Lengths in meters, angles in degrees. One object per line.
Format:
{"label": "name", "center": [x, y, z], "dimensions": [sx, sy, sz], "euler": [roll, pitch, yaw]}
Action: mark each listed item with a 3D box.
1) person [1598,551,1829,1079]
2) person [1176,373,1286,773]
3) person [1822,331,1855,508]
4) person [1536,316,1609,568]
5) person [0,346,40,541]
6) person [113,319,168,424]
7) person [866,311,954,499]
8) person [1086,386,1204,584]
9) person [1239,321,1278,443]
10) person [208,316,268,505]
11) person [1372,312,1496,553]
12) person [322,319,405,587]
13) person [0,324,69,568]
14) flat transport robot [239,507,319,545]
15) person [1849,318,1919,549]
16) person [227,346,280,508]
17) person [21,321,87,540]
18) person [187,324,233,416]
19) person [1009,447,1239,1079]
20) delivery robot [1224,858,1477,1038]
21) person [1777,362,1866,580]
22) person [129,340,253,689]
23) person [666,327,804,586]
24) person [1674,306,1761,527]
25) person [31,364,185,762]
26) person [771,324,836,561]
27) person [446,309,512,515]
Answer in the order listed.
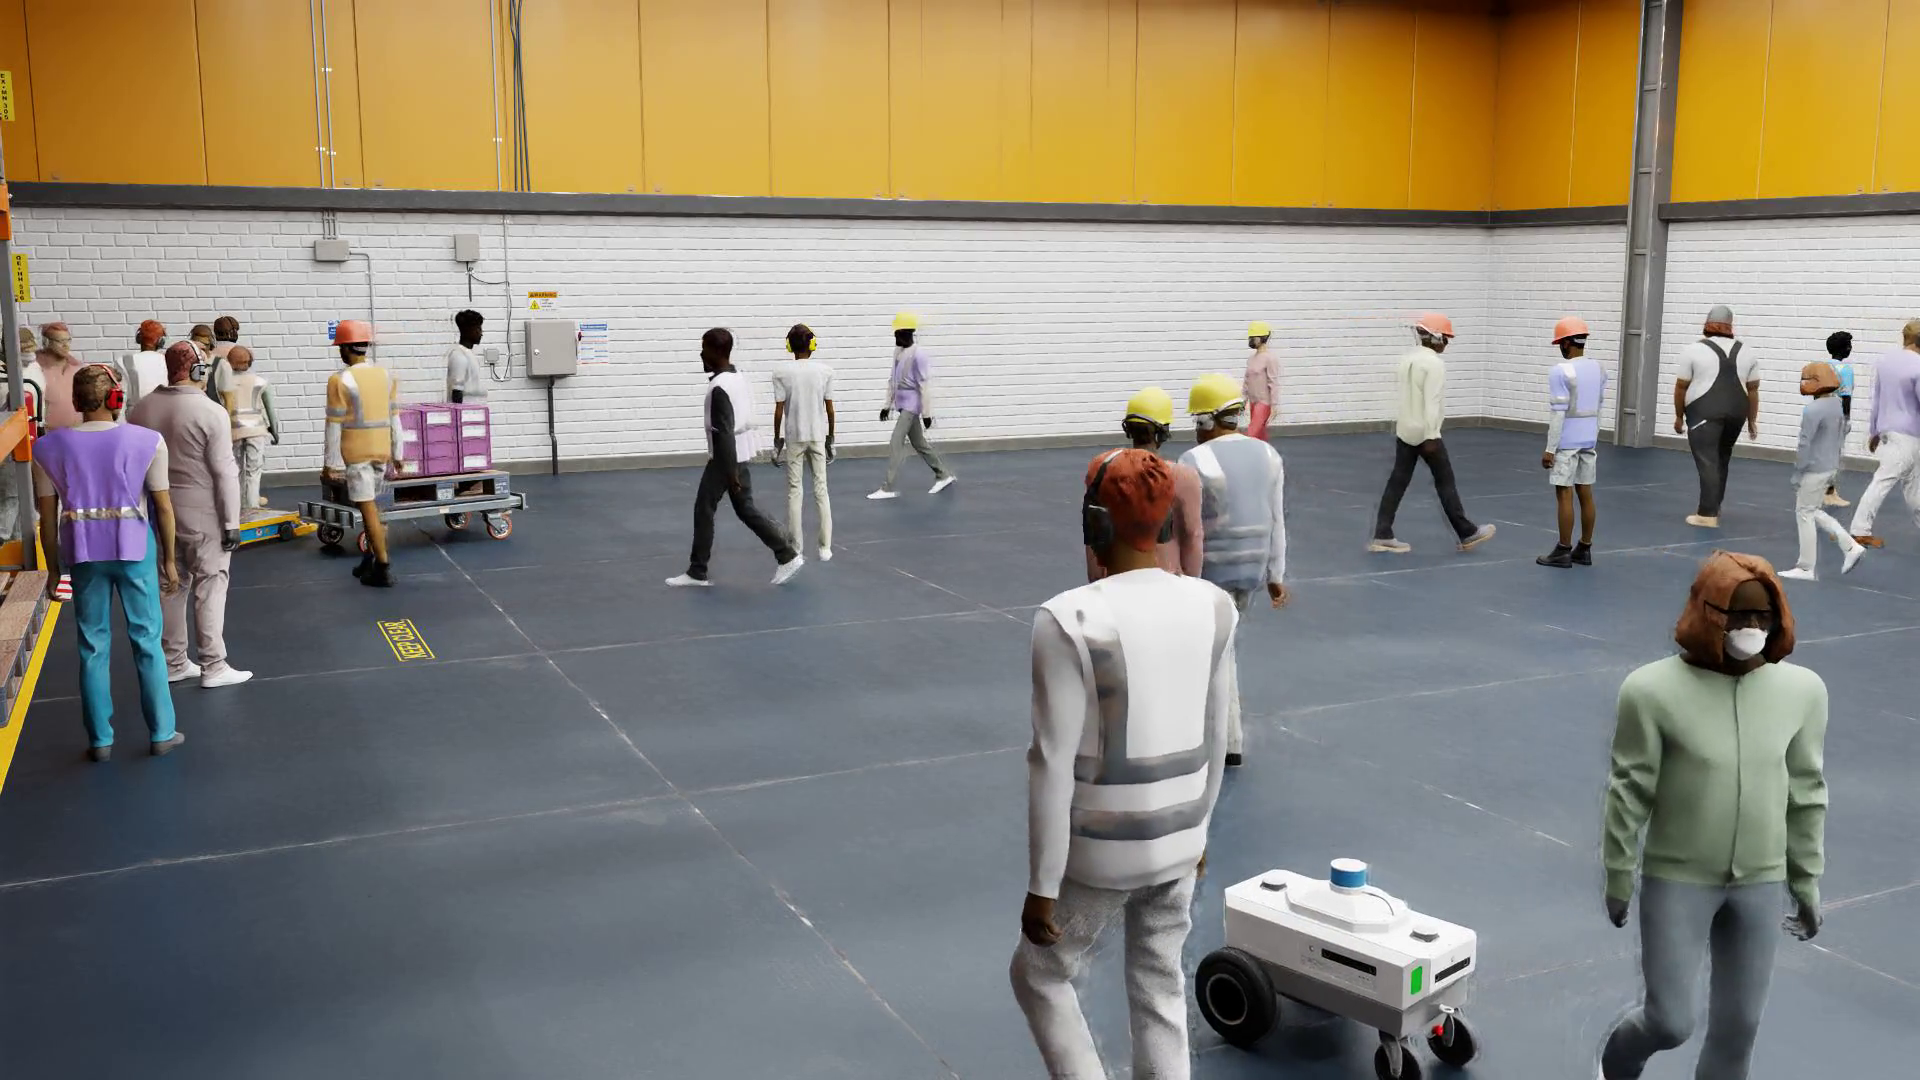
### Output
{"label": "person", "center": [1.804, 0.818, 4.014], "dimensions": [0.504, 1.623, 0.410], "euler": [-1, 9, -3]}
{"label": "person", "center": [1.141, 0.141, 7.627], "dimensions": [0.615, 1.804, 0.618], "euler": [-6, 11, -33]}
{"label": "person", "center": [8.431, -1.168, 16.089], "dimensions": [0.322, 1.697, 0.535], "euler": [-1, 9, -4]}
{"label": "person", "center": [4.679, -0.747, 12.770], "dimensions": [0.543, 1.927, 0.383], "euler": [-5, 10, -28]}
{"label": "person", "center": [-7.563, -0.765, 13.375], "dimensions": [0.573, 1.794, 0.616], "euler": [1, 9, 7]}
{"label": "person", "center": [-6.887, -0.934, 14.135], "dimensions": [0.635, 1.865, 0.423], "euler": [-7, 12, -39]}
{"label": "person", "center": [-0.471, -1.363, 16.770], "dimensions": [0.988, 1.890, 0.583], "euler": [-4, 10, -21]}
{"label": "person", "center": [0.813, 0.210, 7.327], "dimensions": [0.526, 1.769, 0.328], "euler": [4, 10, 22]}
{"label": "person", "center": [3.072, -1.410, 17.437], "dimensions": [0.599, 1.745, 0.543], "euler": [-3, 10, -17]}
{"label": "person", "center": [-7.021, -1.231, 16.043], "dimensions": [0.628, 1.843, 0.429], "euler": [2, 9, 9]}
{"label": "person", "center": [3.810, -0.855, 13.409], "dimensions": [1.045, 1.930, 0.627], "euler": [-2, 9, -12]}
{"label": "person", "center": [-4.360, -0.621, 11.992], "dimensions": [0.712, 1.913, 0.557], "euler": [5, 11, 30]}
{"label": "person", "center": [-6.973, -0.675, 12.489], "dimensions": [0.848, 1.876, 0.696], "euler": [1, 9, 4]}
{"label": "flat transport robot", "center": [-6.059, -0.081, 13.761], "dimensions": [0.652, 0.197, 1.431], "euler": [3, 10, 19]}
{"label": "person", "center": [7.774, -0.853, 13.546], "dimensions": [1.024, 1.880, 0.657], "euler": [0, 9, 1]}
{"label": "person", "center": [-6.383, -0.932, 14.898], "dimensions": [0.535, 1.597, 0.879], "euler": [-2, 9, -13]}
{"label": "person", "center": [-7.464, -0.853, 13.597], "dimensions": [0.670, 1.876, 0.661], "euler": [4, 10, 26]}
{"label": "person", "center": [-6.535, -0.956, 14.406], "dimensions": [0.534, 1.811, 0.603], "euler": [0, 9, 1]}
{"label": "person", "center": [0.378, 0.715, 3.881], "dimensions": [0.608, 1.866, 0.440], "euler": [-6, 11, -33]}
{"label": "delivery robot", "center": [1.120, 1.170, 4.828], "dimensions": [0.477, 0.478, 0.707], "euler": [-8, 12, -42]}
{"label": "person", "center": [6.315, -0.489, 12.141], "dimensions": [0.500, 1.615, 0.466], "euler": [-8, 12, -41]}
{"label": "person", "center": [-4.182, -0.138, 9.102], "dimensions": [0.636, 1.900, 0.401], "euler": [3, 10, 19]}
{"label": "person", "center": [-1.616, -0.584, 11.918], "dimensions": [0.957, 1.887, 0.586], "euler": [1, 9, 7]}
{"label": "person", "center": [6.842, -1.174, 15.065], "dimensions": [0.716, 2.000, 0.916], "euler": [-1, 9, -4]}
{"label": "person", "center": [-3.931, 0.115, 7.695], "dimensions": [0.564, 1.839, 0.396], "euler": [-3, 10, -18]}
{"label": "person", "center": [-1.223, -0.753, 13.009], "dimensions": [0.520, 1.865, 0.332], "euler": [-3, 10, -16]}
{"label": "person", "center": [-4.647, -1.171, 15.386], "dimensions": [0.831, 1.936, 0.602], "euler": [-1, 9, -9]}
